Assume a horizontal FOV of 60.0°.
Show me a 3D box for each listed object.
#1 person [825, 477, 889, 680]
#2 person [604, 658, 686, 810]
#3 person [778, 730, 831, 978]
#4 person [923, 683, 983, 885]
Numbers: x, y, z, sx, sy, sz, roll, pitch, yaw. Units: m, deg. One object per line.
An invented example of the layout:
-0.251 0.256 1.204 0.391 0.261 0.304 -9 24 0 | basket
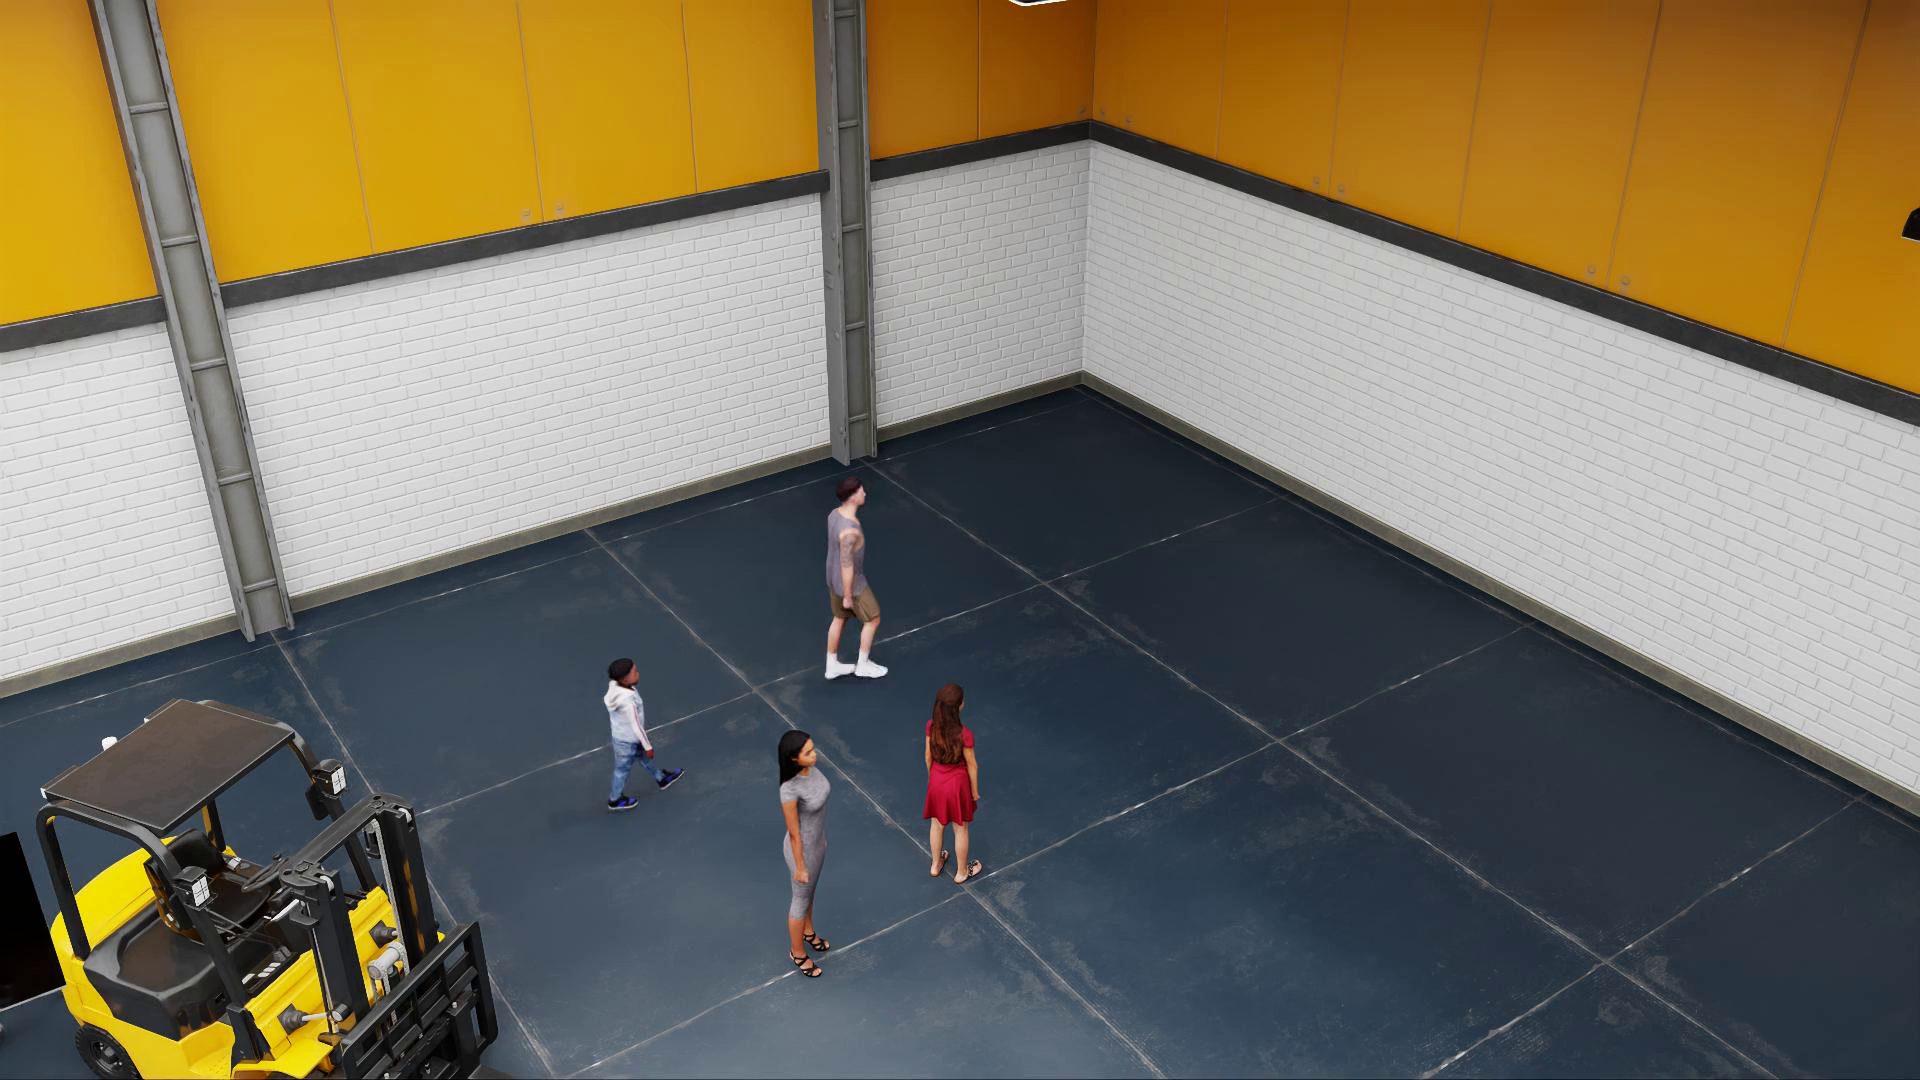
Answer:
-0.988 0.346 13.327 0.774 1.825 0.696 -14 31 -23 | person
-2.454 1.416 11.981 0.861 1.233 0.611 -12 31 -21 | person
-0.981 1.947 10.435 0.718 1.781 0.650 6 29 11 | person
-0.065 1.637 11.241 0.662 1.554 0.723 13 31 22 | person
